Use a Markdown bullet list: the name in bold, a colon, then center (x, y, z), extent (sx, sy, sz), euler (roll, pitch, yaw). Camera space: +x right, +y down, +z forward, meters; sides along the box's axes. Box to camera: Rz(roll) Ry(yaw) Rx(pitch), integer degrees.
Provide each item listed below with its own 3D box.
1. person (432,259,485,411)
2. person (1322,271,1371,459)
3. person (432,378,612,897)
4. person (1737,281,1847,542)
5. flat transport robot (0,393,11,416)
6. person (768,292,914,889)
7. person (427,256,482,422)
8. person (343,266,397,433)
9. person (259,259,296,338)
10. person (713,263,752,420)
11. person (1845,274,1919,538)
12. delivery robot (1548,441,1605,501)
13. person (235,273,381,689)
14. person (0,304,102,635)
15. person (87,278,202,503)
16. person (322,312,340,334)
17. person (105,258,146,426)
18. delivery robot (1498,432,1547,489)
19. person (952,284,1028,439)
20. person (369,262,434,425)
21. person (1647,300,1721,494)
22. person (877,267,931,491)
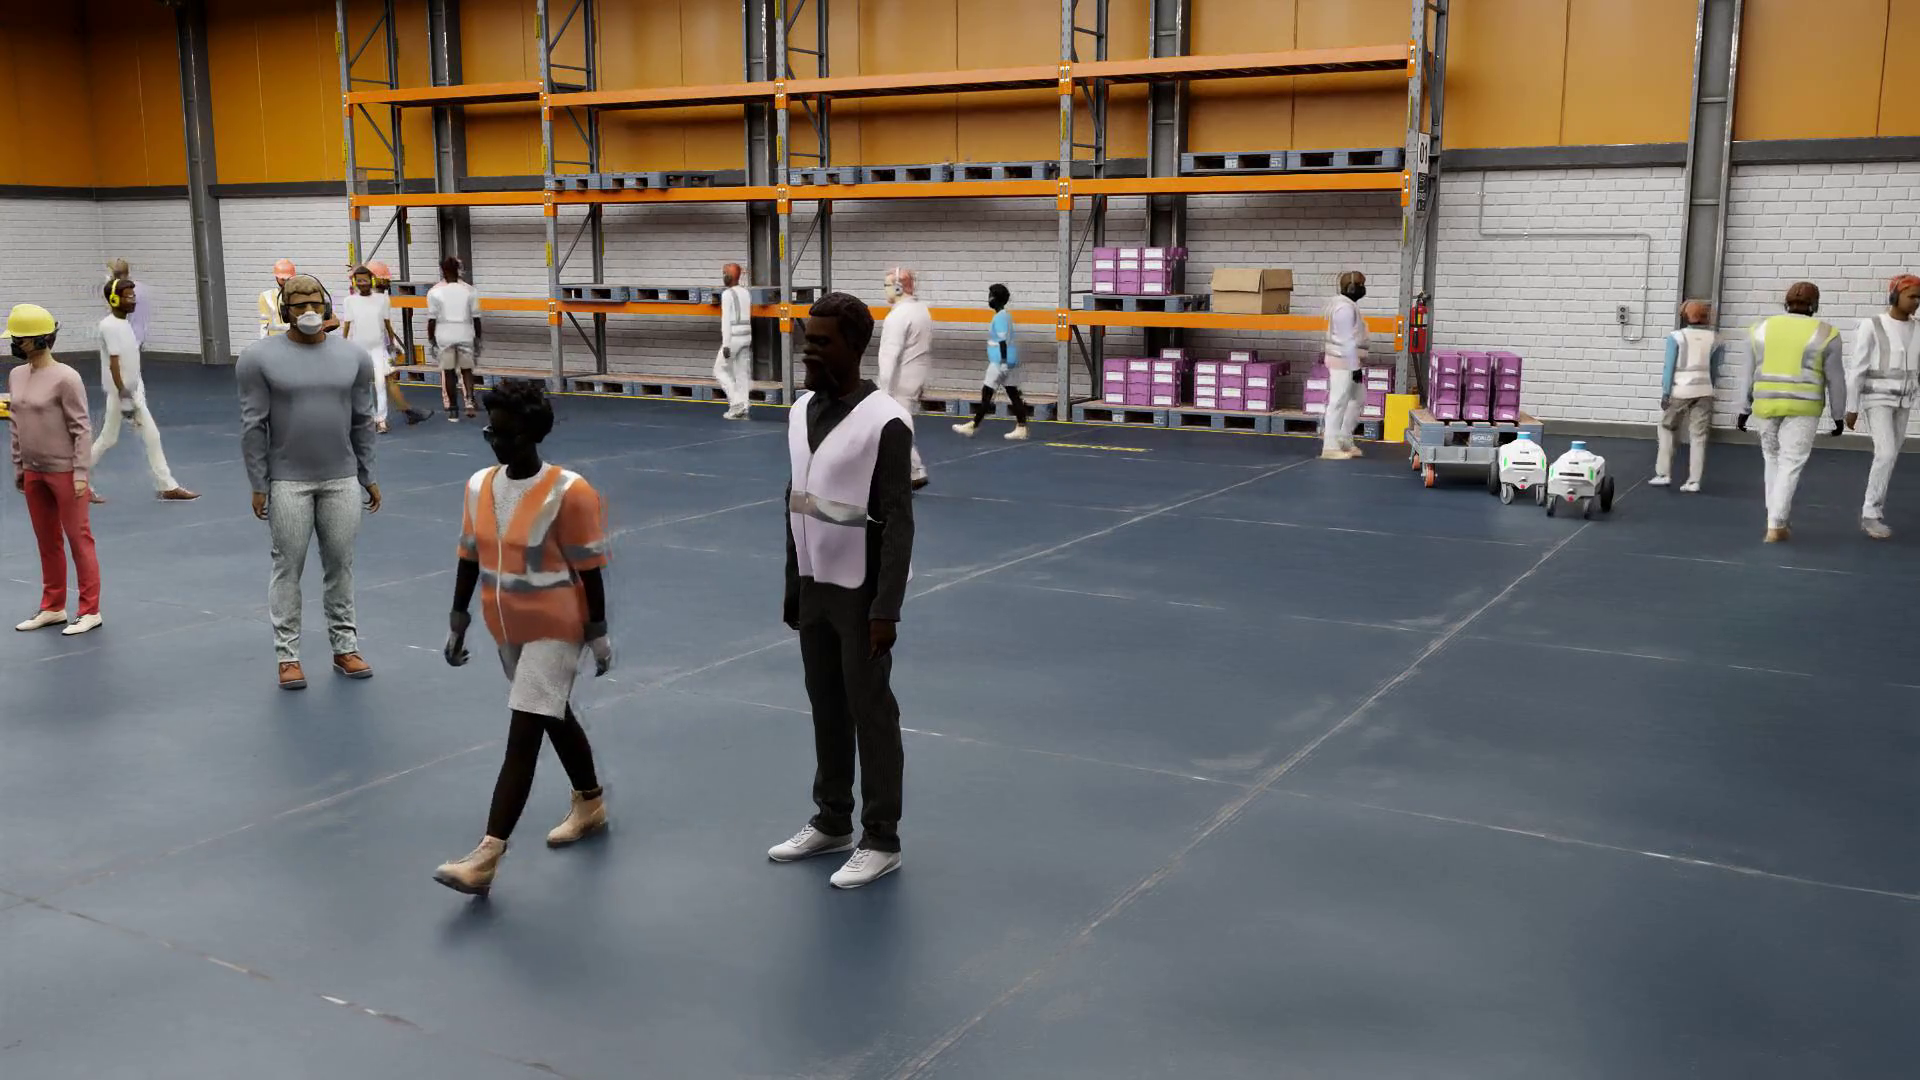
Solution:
- **person**: center (-6.287, -2.557, 20.856), extent (0.651, 1.906, 0.403), euler (2, 10, 13)
- **person**: center (3.788, -1.688, 16.142), extent (0.551, 1.828, 0.621), euler (3, 10, 14)
- **person**: center (-1.443, 0.296, 5.418), extent (0.553, 1.635, 0.908), euler (6, 12, 30)
- **person**: center (5.943, -0.914, 11.796), extent (0.801, 1.812, 0.664), euler (-9, 13, -41)
- **flat transport robot**: center (-11.806, -1.670, 20.461), extent (0.652, 0.197, 1.431), euler (-4, 11, -20)
- **person**: center (-0.371, 0.158, 5.442), extent (0.392, 1.922, 0.591), euler (-9, 13, -41)
- **person**: center (-5.975, -2.370, 19.662), extent (0.613, 1.944, 0.393), euler (-5, 11, -26)
- **person**: center (-6.515, -2.078, 18.317), extent (0.570, 1.833, 0.843), euler (-3, 10, -16)
- **person**: center (-7.302, -2.080, 18.085), extent (0.542, 1.931, 0.366), euler (-6, 12, -31)
- **person**: center (-2.686, -2.347, 19.761), extent (0.420, 1.869, 0.598), euler (5, 11, 24)
- **person**: center (6.660, -0.940, 11.798), extent (0.594, 1.867, 0.586), euler (-3, 10, -14)
- **delivery robot**: center (4.780, -0.521, 12.883), extent (0.477, 0.478, 0.707), euler (5, 11, 26)
- **person**: center (-3.055, -0.280, 7.870), extent (0.627, 1.940, 0.377), euler (-7, 12, -36)
- **person**: center (-4.854, -0.368, 8.868), extent (0.526, 1.765, 0.329), euler (4, 11, 23)
- **person**: center (-6.733, -1.185, 13.350), extent (0.990, 1.824, 0.540), euler (-1, 10, -7)
- **person**: center (-4.944, -1.036, 13.017), extent (0.268, 1.631, 0.507), euler (-2, 10, -14)
- **person**: center (-9.660, -2.268, 19.155), extent (0.515, 1.925, 0.654), euler (-2, 10, -11)
- **delivery robot**: center (4.580, -0.638, 13.546), extent (0.477, 0.478, 0.707), euler (3, 10, 16)
- **person**: center (0.339, -1.897, 17.783), extent (0.852, 1.655, 0.553), euler (2, 10, 9)
- **person**: center (-6.641, -2.251, 19.179), extent (1.000, 1.881, 0.564), euler (-2, 10, -11)
- **person**: center (6.129, -1.218, 14.070), extent (0.534, 1.617, 0.602), euler (-1, 10, -8)
- **person**: center (-0.475, -1.271, 13.575), extent (0.412, 1.897, 0.674), euler (3, 11, 18)
